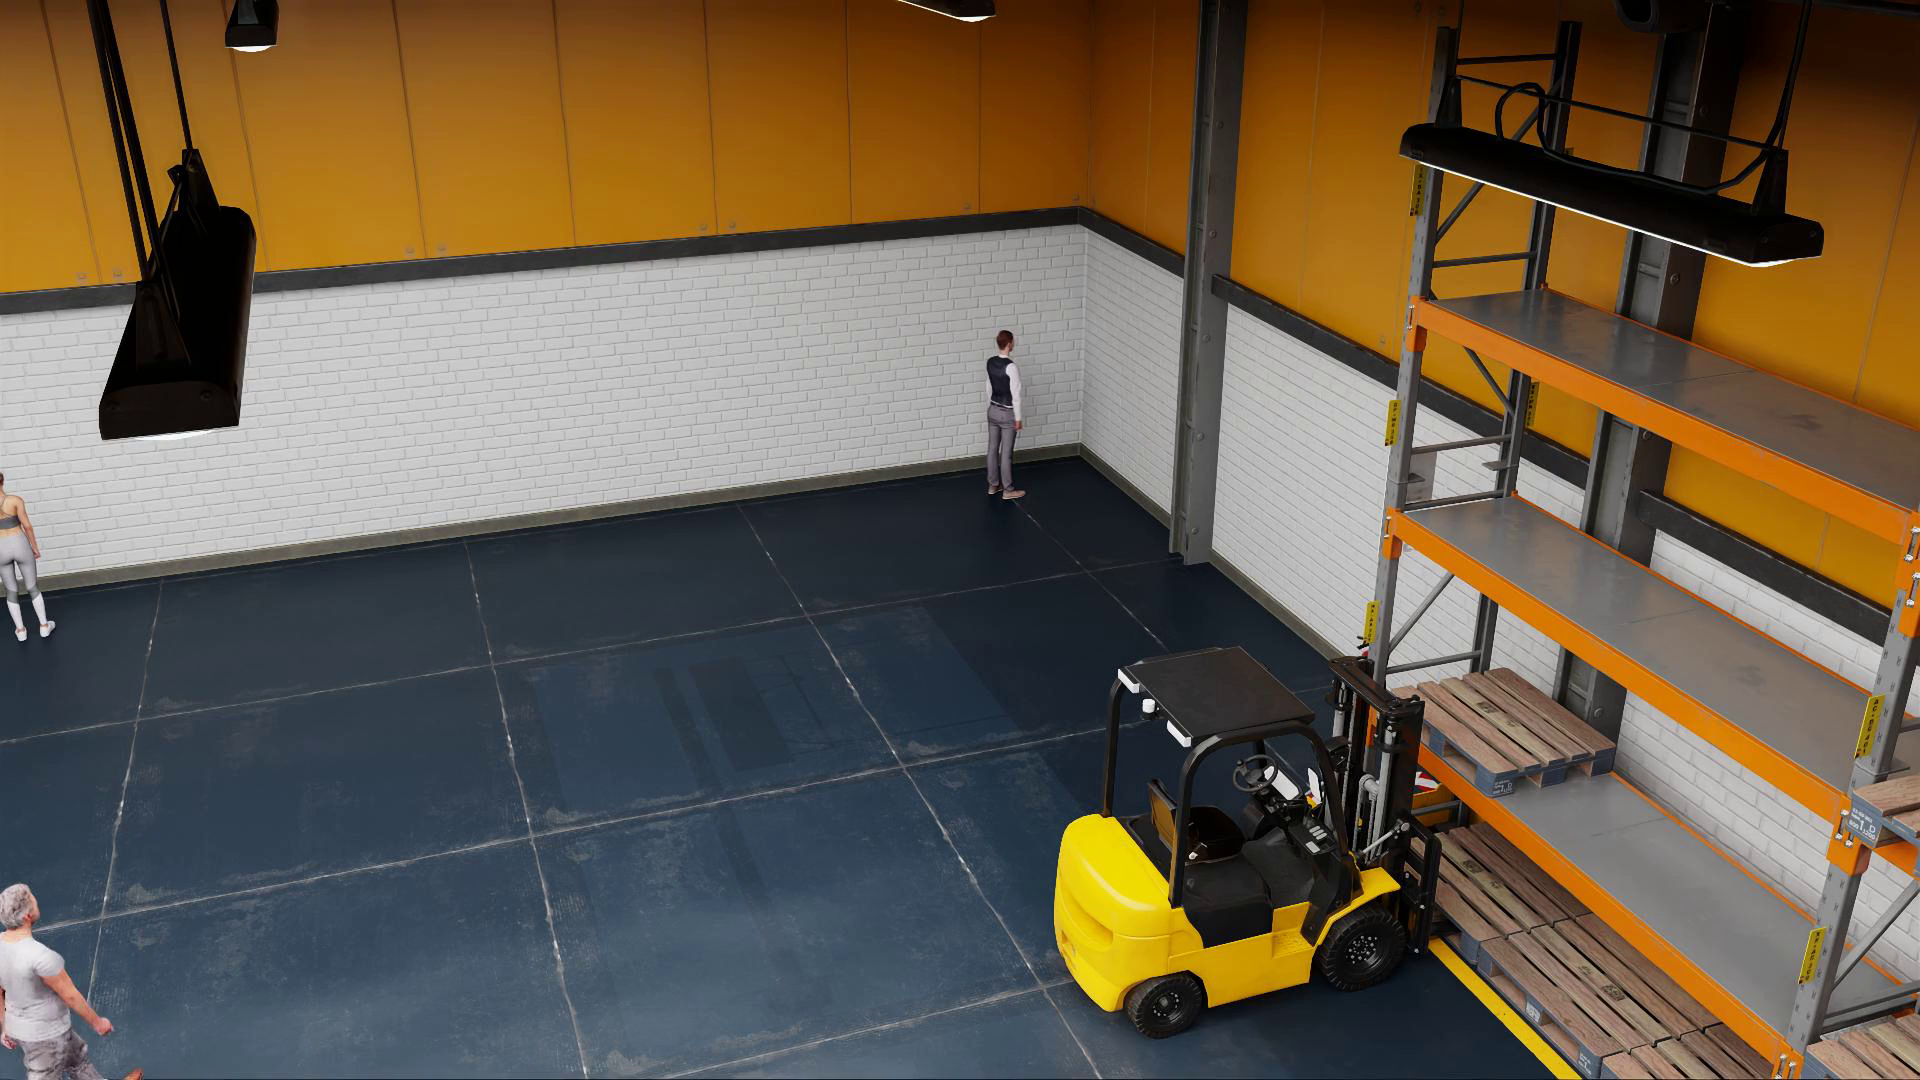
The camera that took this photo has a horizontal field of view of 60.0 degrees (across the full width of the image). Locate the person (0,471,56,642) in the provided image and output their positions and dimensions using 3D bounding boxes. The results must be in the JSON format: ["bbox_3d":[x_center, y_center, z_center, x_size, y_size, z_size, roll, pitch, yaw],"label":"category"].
[{"bbox_3d":[-8.872,0.124,15.577,0.577,1.703,0.545,-10,26,-22],"label":"person"}]

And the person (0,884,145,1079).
[{"bbox_3d":[-5.211,2.823,9.314,1.245,1.775,1.269,12,26,26],"label":"person"}]

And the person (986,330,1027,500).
[{"bbox_3d":[0.482,-1.434,18.841,0.790,1.944,0.639,-18,30,-36],"label":"person"}]
